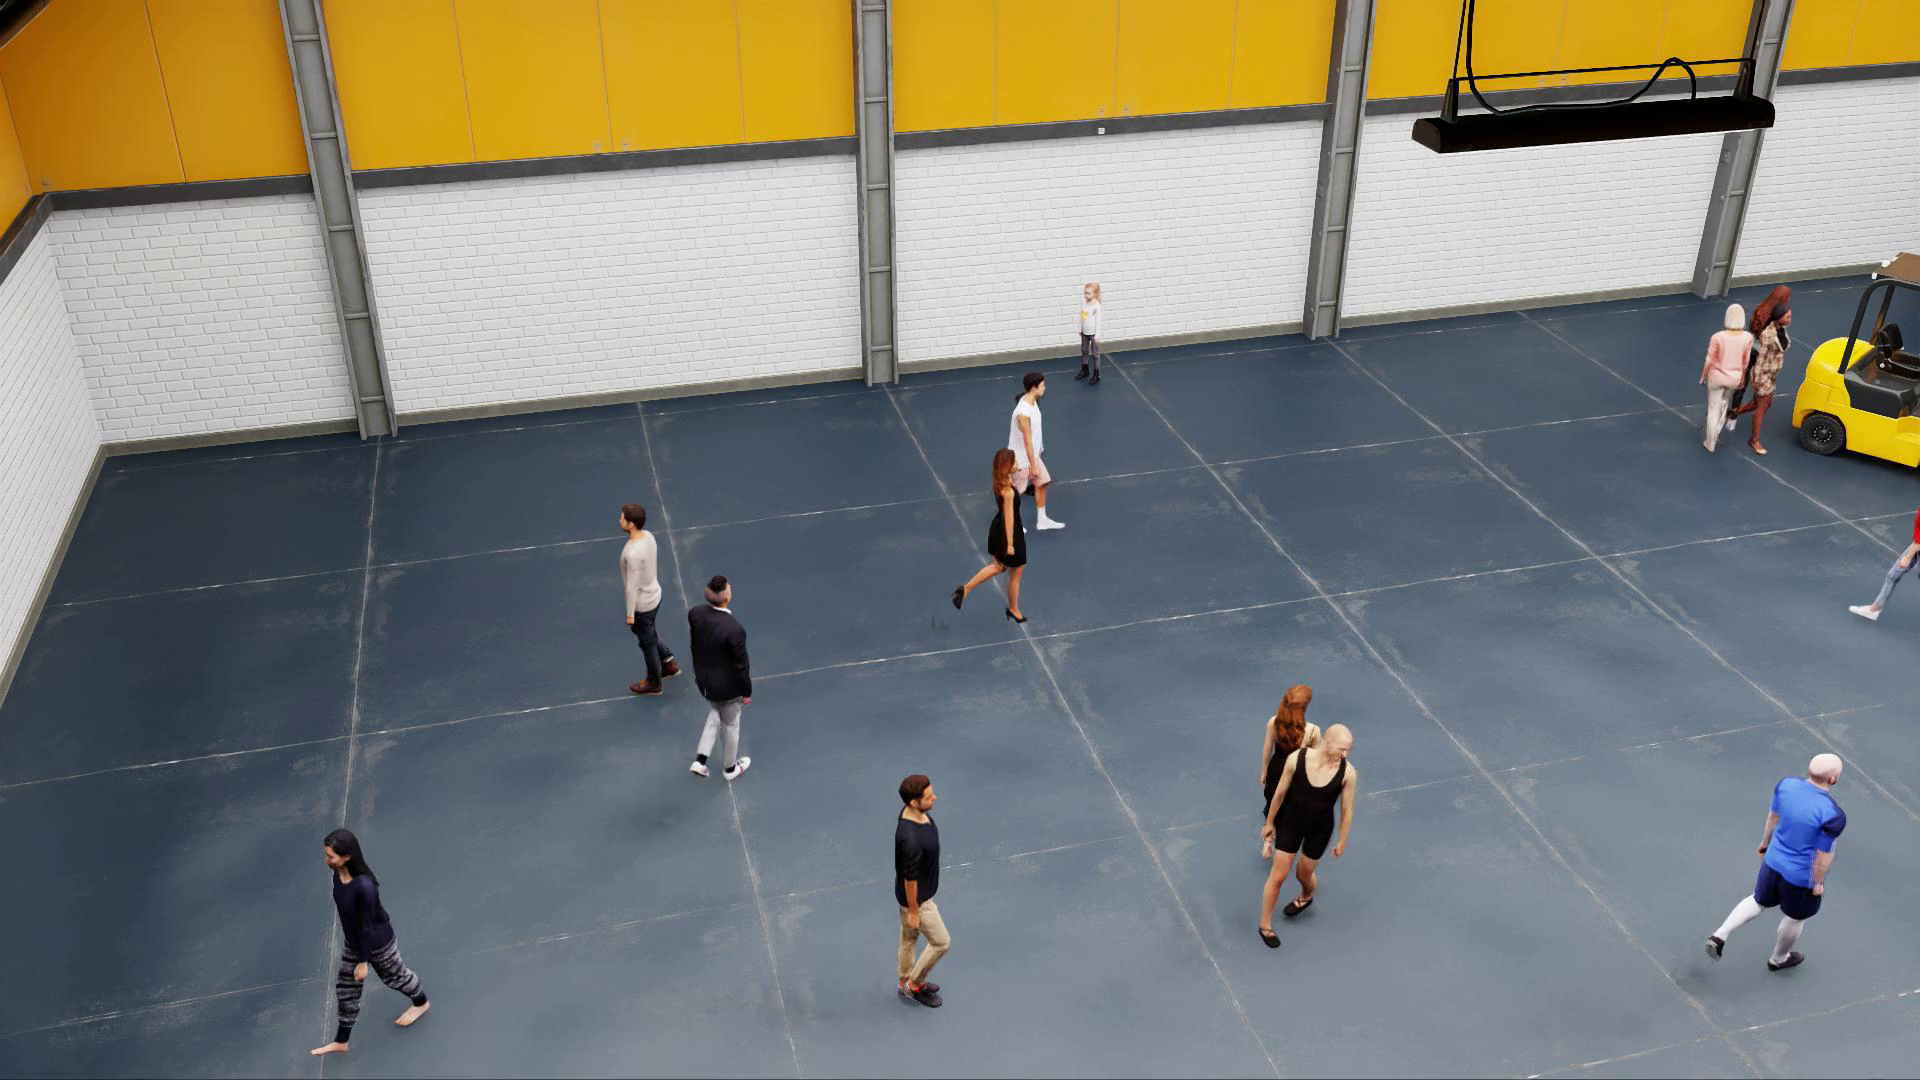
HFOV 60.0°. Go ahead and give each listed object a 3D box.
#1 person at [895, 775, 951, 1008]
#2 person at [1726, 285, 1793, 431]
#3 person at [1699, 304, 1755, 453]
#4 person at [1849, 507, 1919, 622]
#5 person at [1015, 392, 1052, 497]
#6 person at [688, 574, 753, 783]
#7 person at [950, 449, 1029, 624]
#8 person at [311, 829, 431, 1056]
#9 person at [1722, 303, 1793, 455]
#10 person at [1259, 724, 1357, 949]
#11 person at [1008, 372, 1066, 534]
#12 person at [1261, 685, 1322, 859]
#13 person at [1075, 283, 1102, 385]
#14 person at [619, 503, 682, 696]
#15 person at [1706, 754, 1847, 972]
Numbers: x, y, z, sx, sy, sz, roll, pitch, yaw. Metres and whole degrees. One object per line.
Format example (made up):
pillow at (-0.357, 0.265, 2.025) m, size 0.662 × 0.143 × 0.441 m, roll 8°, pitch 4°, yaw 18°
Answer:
person at (-0.374, 2.316, 10.959) m, size 0.673 × 1.851 × 0.720 m, roll 0°, pitch 29°, yaw -1°
person at (9.148, -2.059, 19.168) m, size 1.028 × 1.671 × 1.247 m, roll 22°, pitch 36°, yaw 35°
person at (8.575, -1.774, 18.606) m, size 0.703 × 1.710 × 0.788 m, roll 4°, pitch 29°, yaw 7°
person at (8.860, 0.150, 15.129) m, size 1.153 × 1.661 × 1.113 m, roll 16°, pitch 33°, yaw 27°
person at (0.825, -1.020, 17.706) m, size 0.708 × 1.247 × 0.644 m, roll 6°, pitch 29°, yaw 10°
person at (-1.940, 1.123, 13.052) m, size 0.959 × 1.943 × 1.023 m, roll 17°, pitch 33°, yaw 28°
person at (0.335, 0.012, 15.218) m, size 0.974 × 1.818 × 0.601 m, roll -5°, pitch 29°, yaw -9°
person at (-3.737, 2.530, 10.732) m, size 0.973 × 1.693 × 1.135 m, roll 23°, pitch 36°, yaw 35°
person at (8.941, -1.836, 18.648) m, size 0.922 × 1.778 × 0.873 m, roll -22°, pitch 36°, yaw -35°
person at (2.464, 2.000, 11.632) m, size 0.986 × 1.762 × 1.036 m, roll 15°, pitch 32°, yaw 25°
person at (0.565, -0.863, 16.892) m, size 1.029 × 1.752 × 0.930 m, roll 11°, pitch 30°, yaw 19°
person at (2.376, 1.803, 12.154) m, size 0.687 × 1.607 × 0.747 m, roll 14°, pitch 32°, yaw 24°
person at (1.618, -2.575, 20.527) m, size 0.592 × 1.275 × 0.559 m, roll -24°, pitch 37°, yaw -37°
person at (-2.613, 0.535, 14.218) m, size 0.779 × 1.857 × 0.739 m, roll 1°, pitch 29°, yaw 2°
person at (5.535, 2.213, 11.180) m, size 1.040 × 1.821 × 0.743 m, roll -10°, pitch 30°, yaw -18°
